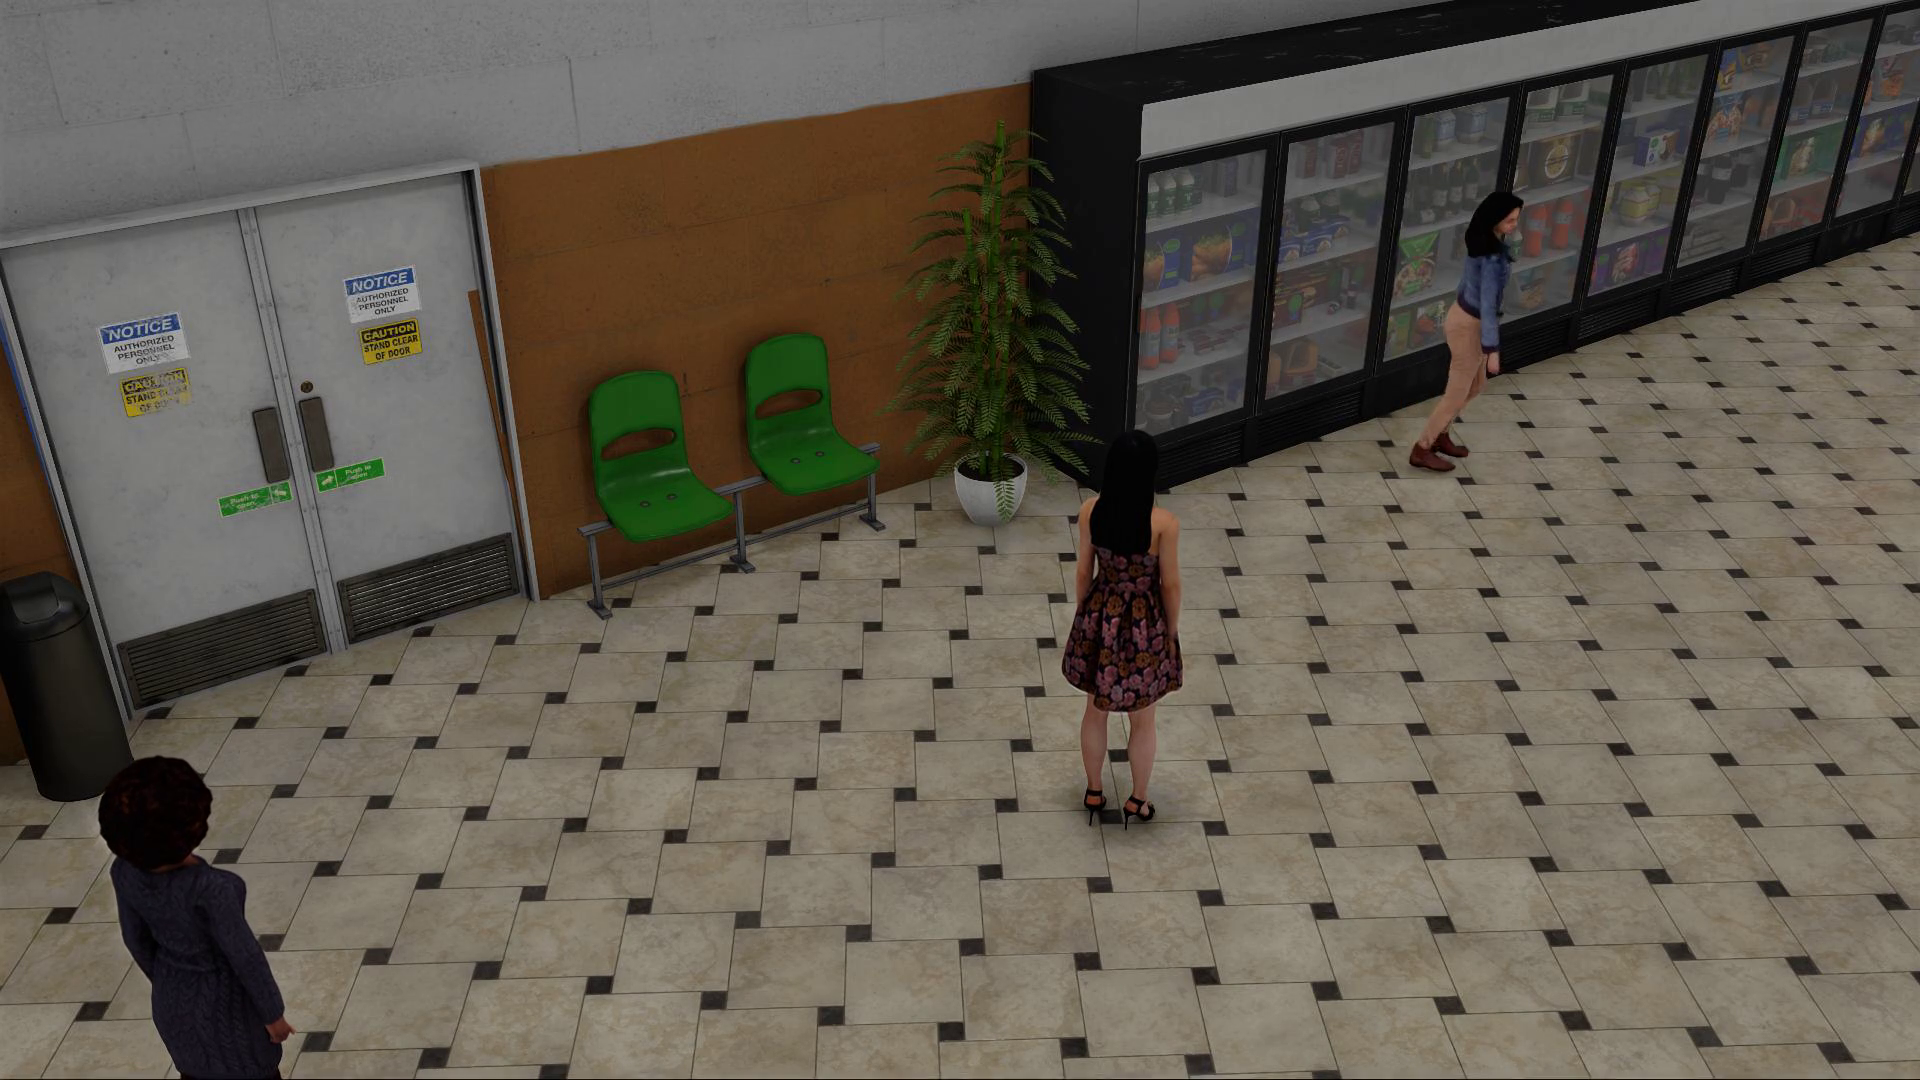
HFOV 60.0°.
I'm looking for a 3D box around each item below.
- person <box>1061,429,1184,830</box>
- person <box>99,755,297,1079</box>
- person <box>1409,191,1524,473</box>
[{"bbox_3d":[0.655,0.375,6.645,0.784,1.773,0.861,10,30,18],"label":"person"},{"bbox_3d":[-2.199,1.375,4.879,0.631,1.710,0.727,10,30,17],"label":"person"},{"bbox_3d":[2.845,-1.161,9.503,0.833,1.731,0.771,-1,29,-2],"label":"person"}]
